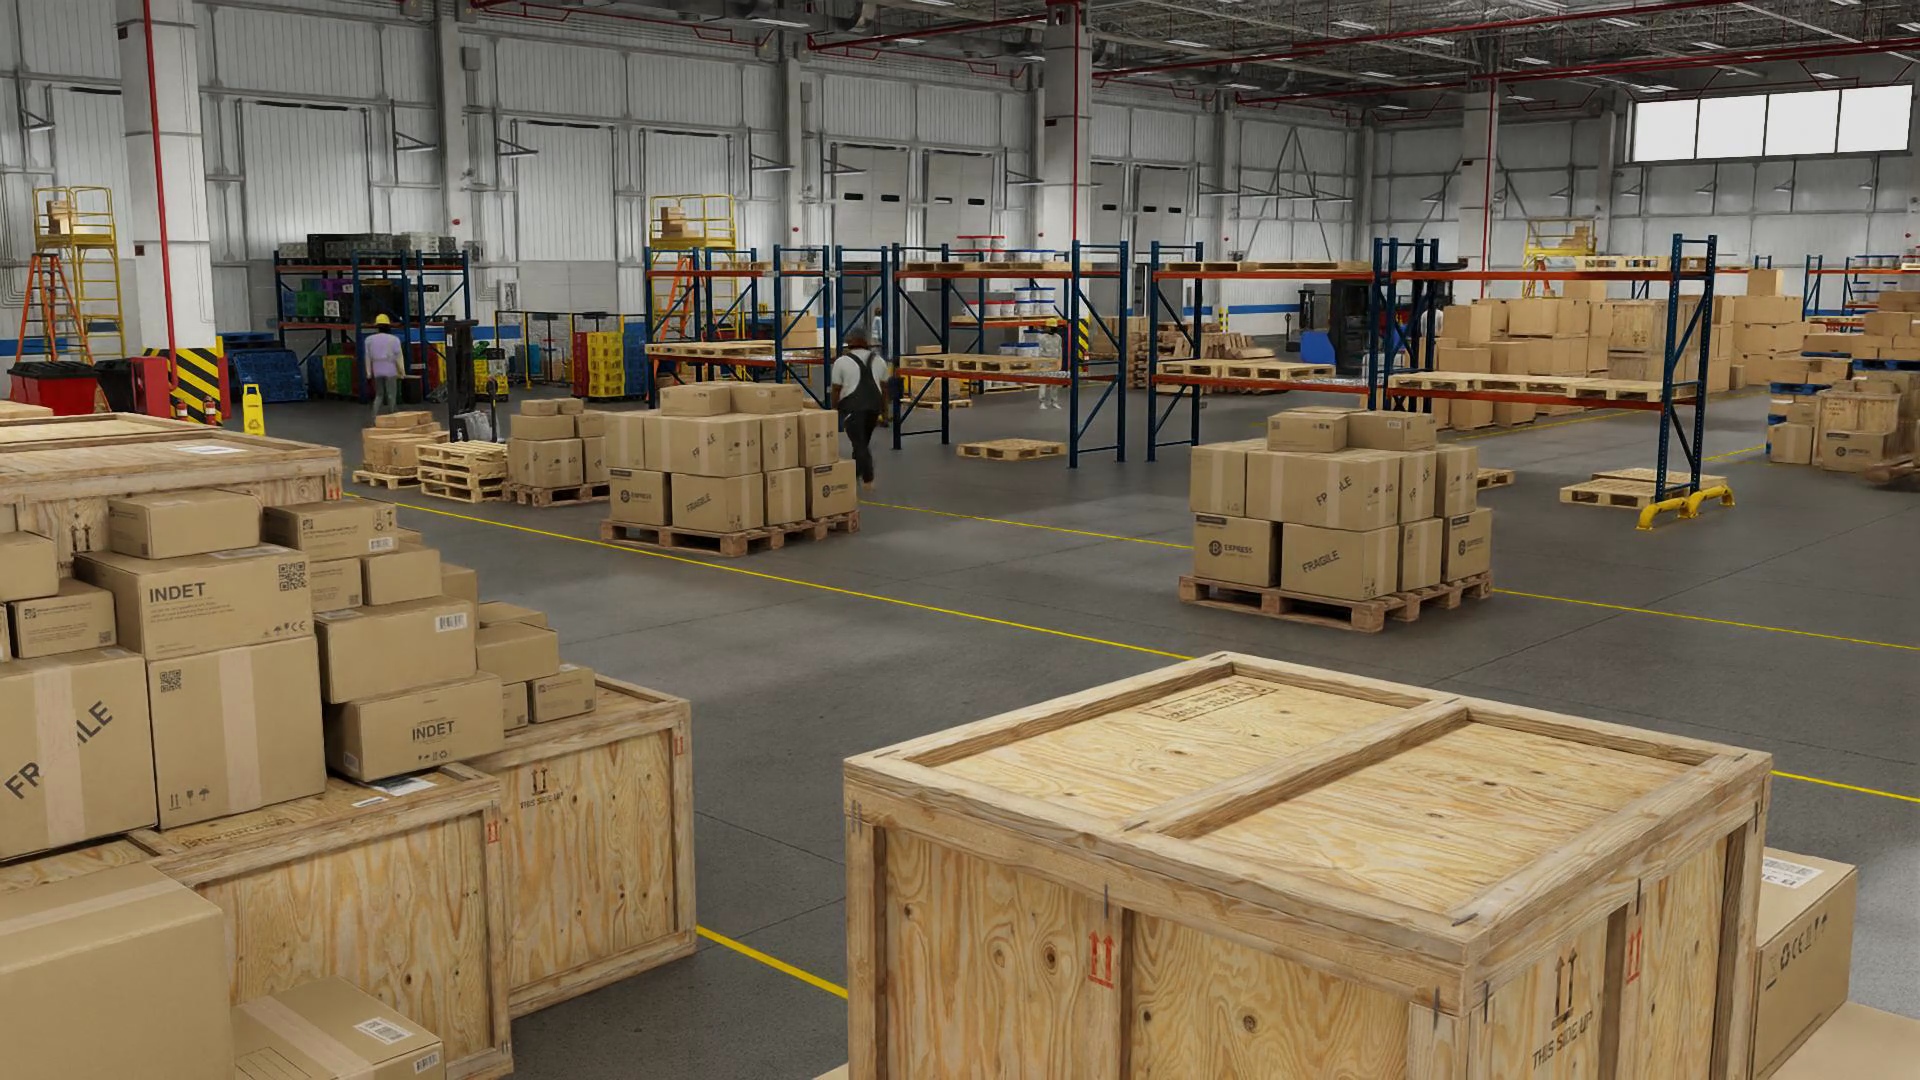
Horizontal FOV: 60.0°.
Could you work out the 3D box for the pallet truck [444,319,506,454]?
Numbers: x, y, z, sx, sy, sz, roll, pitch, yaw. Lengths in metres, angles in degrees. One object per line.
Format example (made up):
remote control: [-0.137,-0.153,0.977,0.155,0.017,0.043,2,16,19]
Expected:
pallet truck: [-6.981,-1.942,22.150,1.885,1.965,0.823,1,9,9]

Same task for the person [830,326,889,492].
person: [-1.217,-1.611,19.989,0.692,2.000,1.012,-5,11,-30]

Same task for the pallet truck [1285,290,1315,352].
pallet truck: [11.297,-6.951,52.861,1.885,1.965,0.823,-5,11,-29]

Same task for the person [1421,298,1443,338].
person: [11.627,-4.965,40.871,0.628,1.940,0.373,8,12,41]

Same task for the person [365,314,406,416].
person: [-9.461,-2.755,27.359,0.626,1.924,0.374,1,9,6]

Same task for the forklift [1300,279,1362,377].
forklift: [9.457,-5.468,41.070,1.873,2.768,1.129,9,13,43]

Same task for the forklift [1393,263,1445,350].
forklift: [12.952,-6.290,46.107,1.129,2.768,1.873,-3,10,-20]

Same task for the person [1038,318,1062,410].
person: [1.722,-3.332,31.490,0.486,1.735,0.330,-5,10,-27]

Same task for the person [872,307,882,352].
person: [-2.188,-5.395,44.454,0.313,1.632,0.523,-1,9,-7]

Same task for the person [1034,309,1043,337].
person: [2.381,-6.147,48.957,0.878,1.647,0.539,-7,11,-35]
